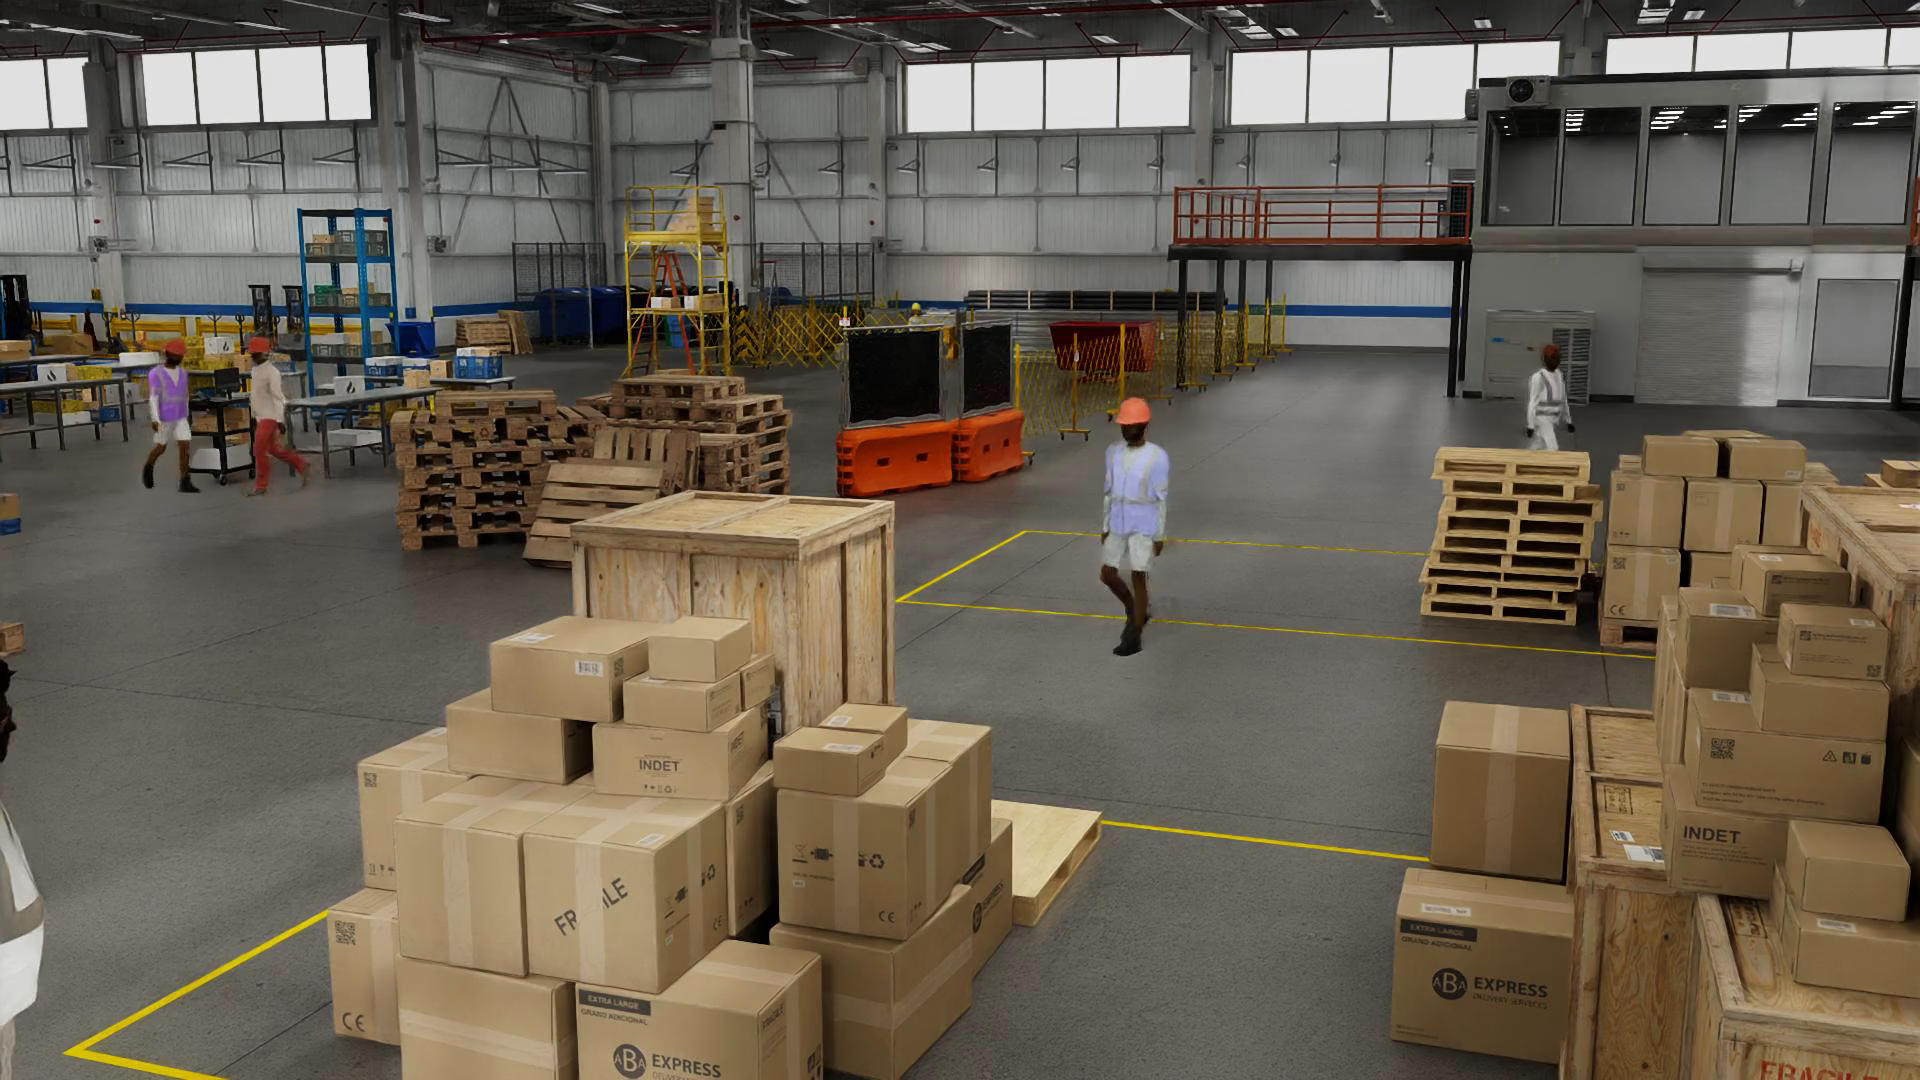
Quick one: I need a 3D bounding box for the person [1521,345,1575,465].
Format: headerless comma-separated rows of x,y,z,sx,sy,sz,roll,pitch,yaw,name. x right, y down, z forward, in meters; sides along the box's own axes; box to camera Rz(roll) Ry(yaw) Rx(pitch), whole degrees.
7.111,-1.451,20.185,0.575,1.844,0.978,-9,14,-42,person

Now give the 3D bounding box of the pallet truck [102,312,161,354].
-23.057,-5.777,46.261,0.680,1.201,1.601,3,11,19,pallet truck

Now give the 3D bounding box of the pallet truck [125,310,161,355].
-22.038,-5.665,45.457,0.704,1.261,1.522,3,11,17,pallet truck

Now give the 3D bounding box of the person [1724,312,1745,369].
18.264,-4.732,39.236,0.494,1.624,0.279,4,11,22,person

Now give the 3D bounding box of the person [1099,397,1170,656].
1.283,-0.101,12.324,0.563,1.927,0.423,8,13,39,person

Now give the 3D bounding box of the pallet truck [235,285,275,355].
-18.327,-5.835,44.421,0.823,1.965,1.885,4,11,23,pallet truck

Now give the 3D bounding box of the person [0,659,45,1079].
-2.715,1.253,4.591,0.364,1.964,0.611,-5,11,-27,person

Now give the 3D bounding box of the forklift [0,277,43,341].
-27.151,-6.329,46.328,1.157,1.987,2.680,3,11,17,forklift

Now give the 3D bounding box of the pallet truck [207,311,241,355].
-19.537,-5.575,44.913,0.653,1.274,1.630,3,11,19,pallet truck

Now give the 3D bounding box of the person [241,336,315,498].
-8.325,-1.511,20.201,0.868,1.957,0.608,-9,13,-40,person

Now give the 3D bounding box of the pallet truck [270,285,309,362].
-17.147,-5.700,43.663,0.823,1.965,1.885,3,11,17,pallet truck

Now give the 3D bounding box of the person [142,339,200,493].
-9.782,-1.531,20.505,0.898,1.887,0.601,6,12,30,person

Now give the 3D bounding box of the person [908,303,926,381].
-0.978,-4.428,37.212,0.493,1.743,0.314,-9,14,-42,person
